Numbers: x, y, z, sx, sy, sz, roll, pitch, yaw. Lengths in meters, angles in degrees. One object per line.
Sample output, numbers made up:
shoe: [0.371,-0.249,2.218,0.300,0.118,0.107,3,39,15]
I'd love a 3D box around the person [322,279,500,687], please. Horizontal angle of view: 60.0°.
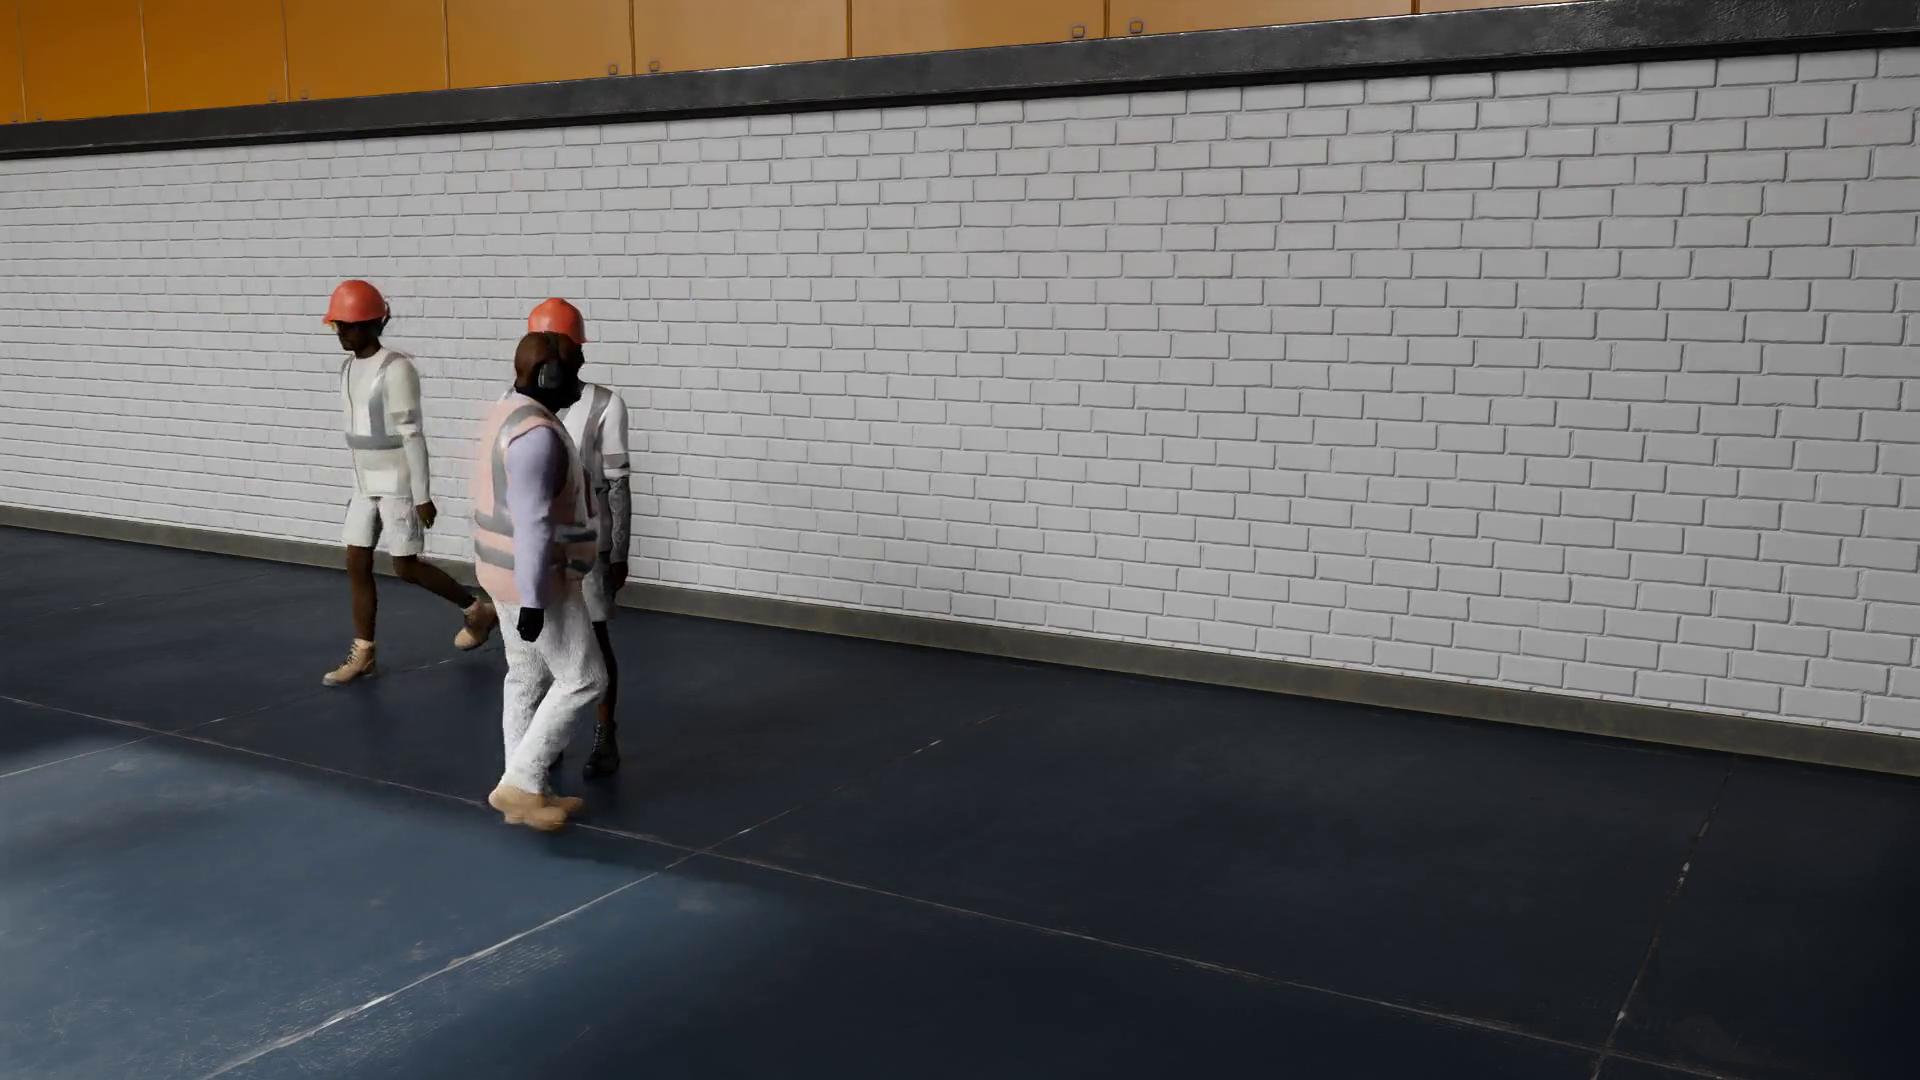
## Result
person: [-2.784,-0.299,8.329,0.648,2.006,0.869,8,12,40]

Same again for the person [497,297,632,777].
person: [-1.586,0.005,6.651,0.544,1.931,0.392,1,9,8]

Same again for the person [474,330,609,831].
person: [-1.518,0.160,6.010,0.432,1.820,0.635,-4,10,-25]
